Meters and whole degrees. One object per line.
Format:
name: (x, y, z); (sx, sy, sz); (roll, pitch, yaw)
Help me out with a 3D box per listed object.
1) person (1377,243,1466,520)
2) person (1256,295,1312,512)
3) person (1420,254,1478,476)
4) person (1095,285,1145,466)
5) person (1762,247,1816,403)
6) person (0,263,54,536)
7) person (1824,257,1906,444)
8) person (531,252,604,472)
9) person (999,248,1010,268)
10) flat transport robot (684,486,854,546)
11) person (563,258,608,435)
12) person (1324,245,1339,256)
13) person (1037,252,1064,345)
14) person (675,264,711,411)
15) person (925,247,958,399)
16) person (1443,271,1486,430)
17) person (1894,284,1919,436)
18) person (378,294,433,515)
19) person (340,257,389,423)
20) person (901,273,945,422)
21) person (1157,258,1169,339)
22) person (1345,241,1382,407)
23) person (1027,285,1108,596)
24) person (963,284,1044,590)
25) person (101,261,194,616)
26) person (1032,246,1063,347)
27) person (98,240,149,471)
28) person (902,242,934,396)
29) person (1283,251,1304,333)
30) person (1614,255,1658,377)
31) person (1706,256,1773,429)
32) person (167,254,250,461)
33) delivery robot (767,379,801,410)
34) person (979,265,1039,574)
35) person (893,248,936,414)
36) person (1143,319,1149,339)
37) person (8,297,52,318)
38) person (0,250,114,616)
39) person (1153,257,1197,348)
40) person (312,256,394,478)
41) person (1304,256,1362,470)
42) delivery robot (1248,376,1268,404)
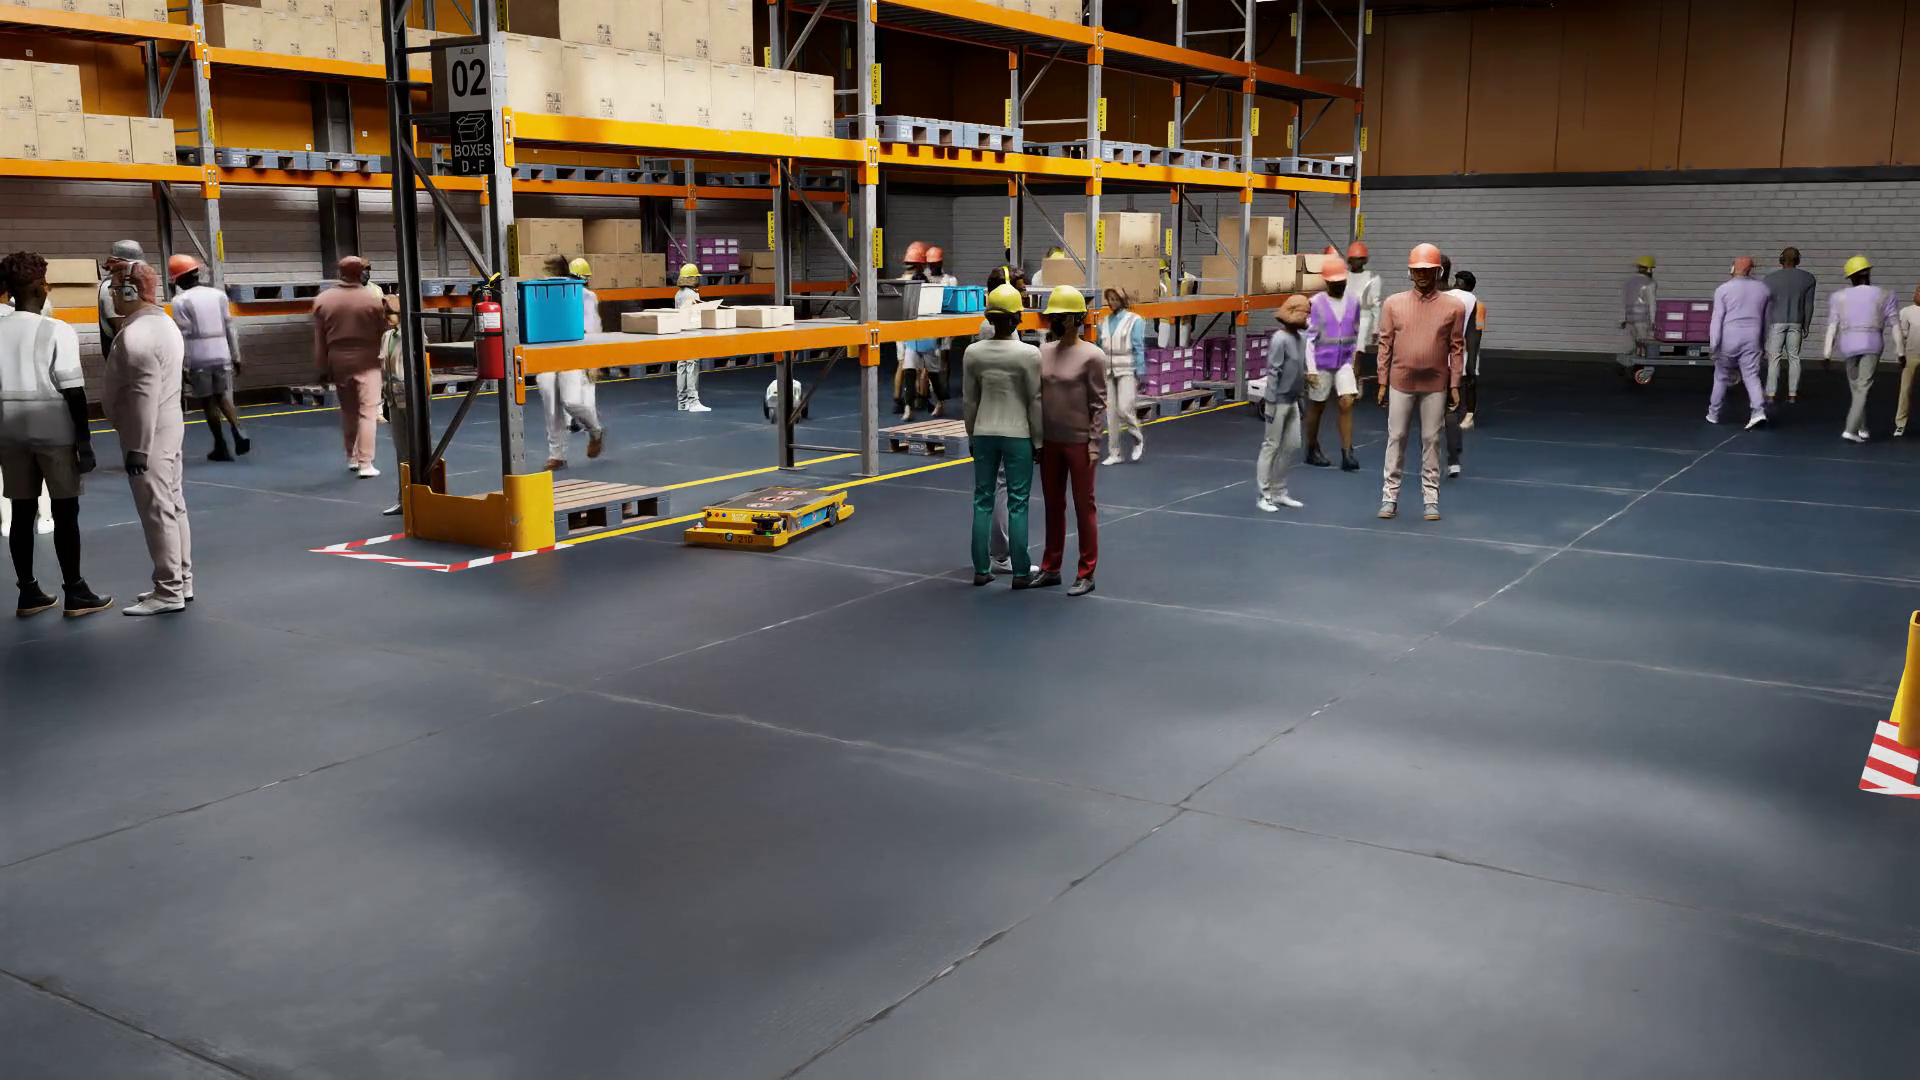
person: (3.328, -1.138, 12.059); (0.609, 1.995, 0.378); (3, 11, 16)
person: (2.432, -1.018, 12.452); (0.359, 1.614, 0.514); (7, 12, 33)
person: (4.060, -1.452, 14.133); (0.632, 1.879, 0.469); (1, 10, 4)
person: (1.429, -1.475, 14.933); (0.544, 1.625, 0.382); (10, 14, 44)
person: (10.262, -2.667, 20.691); (0.627, 1.940, 0.373); (1, 10, 6)
person: (-6.529, -0.958, 11.419); (0.535, 1.868, 0.309); (-5, 11, -27)
person: (9.084, -1.903, 16.704); (0.705, 1.855, 0.926); (7, 13, 35)
person: (-3.486, -1.579, 14.722); (0.633, 1.921, 0.690); (4, 11, 19)
person: (0.972, -4.769, 32.532); (0.534, 1.868, 0.310); (7, 12, 33)
flat transport robot: (-1.297, -0.181, 11.539); (0.652, 0.197, 1.431); (3, 11, 17)
person: (-3.967, -2.016, 17.381); (0.600, 1.829, 0.404); (5, 11, 27)
person: (5.776, -3.625, 26.006); (0.552, 1.934, 0.364); (5, 11, 26)
person: (1.122, -2.541, 20.177); (0.396, 1.879, 0.707); (1, 10, 6)
person: (-3.188, -2.395, 19.728); (0.297, 1.744, 0.487); (-8, 13, -38)
person: (-0.306, -2.745, 21.126); (0.551, 1.934, 0.373); (2, 10, 11)
person: (5.384, -2.034, 17.851); (0.320, 1.698, 0.531); (-5, 11, -26)
person: (9.895, -1.861, 17.097); (0.496, 1.626, 0.284); (5, 11, 25)
person: (-4.033, -0.971, 12.133); (0.521, 1.636, 0.311); (8, 13, 36)
person: (-6.555, -2.175, 18.271); (0.428, 1.837, 0.625); (8, 13, 39)
person: (-0.402, -2.180, 18.772); (0.539, 1.660, 0.851); (4, 11, 23)
person: (2.854, -3.110, 23.631); (0.323, 1.765, 0.532); (1, 10, 4)
person: (4.844, -2.643, 20.345); (0.616, 2.024, 0.854); (7, 12, 32)
person: (0.604, -0.565, 9.522); (0.523, 1.769, 0.316); (10, 14, 43)
person: (0.261, -0.593, 9.672); (0.525, 1.772, 0.309); (5, 12, 28)
person: (-4.428, -0.550, 9.050); (0.409, 1.906, 0.652); (-2, 11, -13)
person: (1.225, -2.834, 21.612); (0.636, 1.938, 0.358); (-6, 12, -30)
person: (-7.265, -1.631, 14.668); (0.537, 2.000, 0.678); (-5, 11, -24)
person: (-0.527, -2.872, 21.725); (0.640, 1.994, 0.842); (9, 13, 40)
person: (5.360, -3.605, 26.152); (0.903, 1.850, 0.589); (-10, 14, -44)
person: (9.824, -3.210, 24.054); (0.461, 1.812, 0.623); (-3, 11, -19)
person: (8.446, -2.132, 18.007); (0.693, 1.858, 1.005); (1, 10, 3)
person: (-6.834, -1.638, 15.103); (0.464, 1.893, 0.619); (7, 12, 34)
delivery robot: (-1.971, -1.655, 18.661); (0.477, 0.478, 0.707); (0, 10, -2)
person: (0.275, -0.728, 10.150); (0.328, 1.868, 0.519); (-3, 11, -16)
person: (-0.503, -2.437, 19.454); (0.701, 1.917, 0.592); (-7, 13, -35)
person: (2.817, -3.688, 26.640); (0.404, 1.832, 0.596); (-10, 14, -43)
person: (-8.137, -1.493, 14.474); (0.528, 1.830, 0.421); (-8, 13, -37)
person: (-4.940, -0.561, 8.942); (0.607, 1.966, 0.366); (1, 10, 8)
person: (2.975, -3.037, 23.047); (0.619, 1.835, 0.430); (0, 10, 0)
person: (-5.145, -1.492, 14.336); (0.661, 1.885, 0.755); (0, 10, 1)
person: (3.276, -1.542, 14.599); (0.572, 1.877, 0.929); (-2, 10, -12)
delivery robot: (3.551, -1.688, 18.842); (0.477, 0.478, 0.707); (-3, 11, -17)
